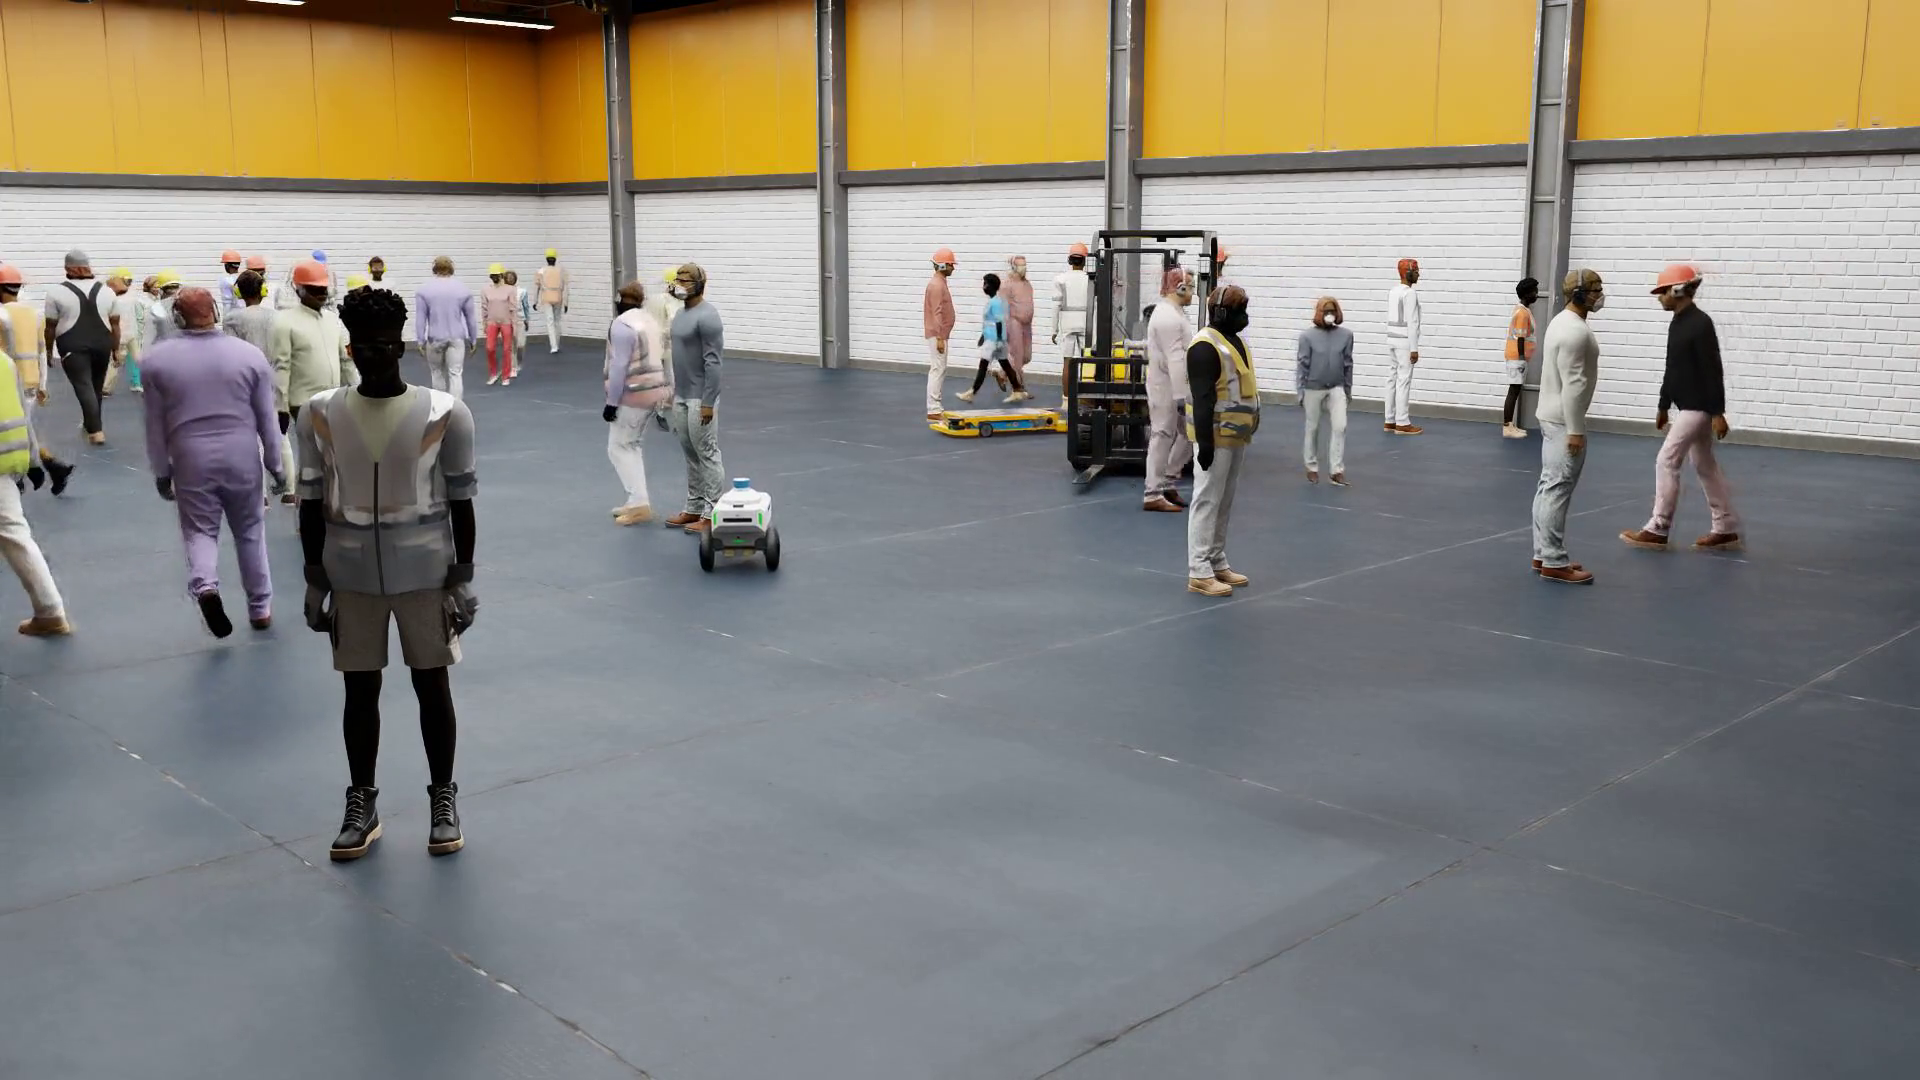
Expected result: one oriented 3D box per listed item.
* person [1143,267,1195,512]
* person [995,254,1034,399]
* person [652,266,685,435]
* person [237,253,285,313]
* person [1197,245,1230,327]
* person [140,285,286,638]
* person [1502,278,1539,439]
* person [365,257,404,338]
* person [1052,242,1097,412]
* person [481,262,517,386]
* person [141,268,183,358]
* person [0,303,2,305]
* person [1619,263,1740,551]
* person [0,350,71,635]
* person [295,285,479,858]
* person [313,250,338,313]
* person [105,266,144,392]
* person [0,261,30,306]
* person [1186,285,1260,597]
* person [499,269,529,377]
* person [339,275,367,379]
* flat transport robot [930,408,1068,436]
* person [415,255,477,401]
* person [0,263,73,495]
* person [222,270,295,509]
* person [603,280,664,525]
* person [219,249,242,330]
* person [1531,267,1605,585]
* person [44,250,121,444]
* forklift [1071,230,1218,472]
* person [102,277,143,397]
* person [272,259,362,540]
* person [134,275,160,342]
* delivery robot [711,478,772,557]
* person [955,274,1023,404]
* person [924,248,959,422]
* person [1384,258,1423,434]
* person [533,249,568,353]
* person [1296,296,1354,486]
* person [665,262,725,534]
[{"bbox_3d":[1.651,-1.146,12.823,0.495,1.883,0.652,3,11,15],"label":"person"},{"bbox_3d":[0.711,-2.803,21.851,0.664,1.888,0.650,8,13,38],"label":"person"},{"bbox_3d":[-2.991,-1.984,17.578,0.464,1.812,0.662,5,12,27],"label":"person"},{"bbox_3d":[-8.240,-2.426,19.702,0.556,1.922,0.721,-8,13,-37],"label":"person"},{"bbox_3d":[2.747,-2.221,18.326,0.626,2.020,0.621,1,10,4],"label":"person"},{"bbox_3d":[-3.912,-0.396,8.763,0.667,1.878,0.690,-5,11,-24],"label":"person"},{"bbox_3d":[5.917,-1.919,17.575,0.321,1.691,0.531,3,11,18],"label":"person"},{"bbox_3d":[-7.789,-2.882,22.420,0.554,1.830,0.913,-6,12,-29],"label":"person"},{"bbox_3d":[1.414,-2.557,20.080,0.615,2.041,0.384,1,10,4],"label":"person"},{"bbox_3d":[-6.533,-3.049,23.581,0.526,1.751,0.525,-1,10,-4],"label":"person"},{"bbox_3d":[-7.663,-1.731,16.204,0.636,1.808,0.633,8,13,38],"label":"person"},{"bbox_3d":[-8.696,-1.519,14.773,0.575,1.905,0.819,-5,11,-24],"label":"person"},{"bbox_3d":[4.904,-0.887,11.236,0.915,1.936,0.641,2,11,13],"label":"person"},{"bbox_3d":[-5.249,-0.356,8.816,0.988,1.771,0.686,0,10,0],"label":"person"},{"bbox_3d":[-1.957,0.116,5.713,0.603,1.966,0.368,-2,11,-8],"label":"person"},{"bbox_3d":[-10.290,-3.729,26.892,0.599,1.892,0.639,8,13,36],"label":"person"},{"bbox_3d":[-11.491,-2.869,22.658,0.732,1.730,0.541,5,11,25],"label":"person"},{"bbox_3d":[-10.090,-2.007,17.569,0.579,1.871,0.405,-4,11,-23],"label":"person"},{"bbox_3d":[1.572,-0.598,9.951,0.429,1.841,0.634,6,12,28],"label":"person"},{"bbox_3d":[-6.785,-3.282,25.180,0.518,1.625,0.480,-4,11,-22],"label":"person"},{"bbox_3d":[-6.572,-2.063,18.338,0.496,1.689,0.895,-1,10,-6],"label":"person"},{"bbox_3d":[0.453,-1.284,17.975,1.431,0.197,0.652,-4,11,-22],"label":"flat transport robot"},{"bbox_3d":[-5.828,-2.266,18.888,0.666,1.891,0.964,-4,11,-19],"label":"person"},{"bbox_3d":[-7.647,-1.293,13.566,0.797,1.914,0.557,2,11,13],"label":"person"},{"bbox_3d":[-5.486,-1.171,13.019,0.512,1.864,0.330,-9,14,-41],"label":"person"},{"bbox_3d":[-2.436,-1.031,12.430,0.432,1.800,0.645,1,10,8],"label":"person"},{"bbox_3d":[-9.798,-2.953,22.531,0.357,1.938,0.542,4,11,20],"label":"person"},{"bbox_3d":[3.758,-0.709,10.286,0.378,1.940,0.628,2,11,13],"label":"person"},{"bbox_3d":[-9.084,-2.029,17.208,1.043,2.000,0.692,10,14,43],"label":"person"},{"bbox_3d":[1.804,-1.825,15.677,1.214,2.155,2.313,2,11,13],"label":"forklift"},{"bbox_3d":[-11.027,-2.658,21.881,0.889,1.578,0.519,0,10,2],"label":"person"},{"bbox_3d":[-4.340,-0.941,11.501,0.871,1.963,0.617,4,11,19],"label":"person"},{"bbox_3d":[-9.972,-2.456,20.632,0.308,1.640,0.511,4,11,21],"label":"person"},{"bbox_3d":[-1.416,-0.158,10.805,0.477,0.478,0.707,-1,10,-3],"label":"delivery robot"},{"bbox_3d":[0.401,-2.545,21.093,0.886,1.643,0.535,0,10,-1],"label":"person"},{"bbox_3d":[-0.212,-2.340,19.062,0.405,1.986,0.616,1,10,4],"label":"person"},{"bbox_3d":[4.791,-2.084,17.940,0.355,1.882,0.575,-2,11,-11],"label":"person"},{"bbox_3d":[-7.457,-4.353,30.333,0.611,1.874,0.978,-5,11,-23],"label":"person"},{"bbox_3d":[3.131,-1.255,14.164,0.520,1.608,0.681,-1,10,-4],"label":"person"},{"bbox_3d":[-1.907,-1.017,11.968,0.372,1.940,0.630,-7,12,-33],"label":"person"}]
